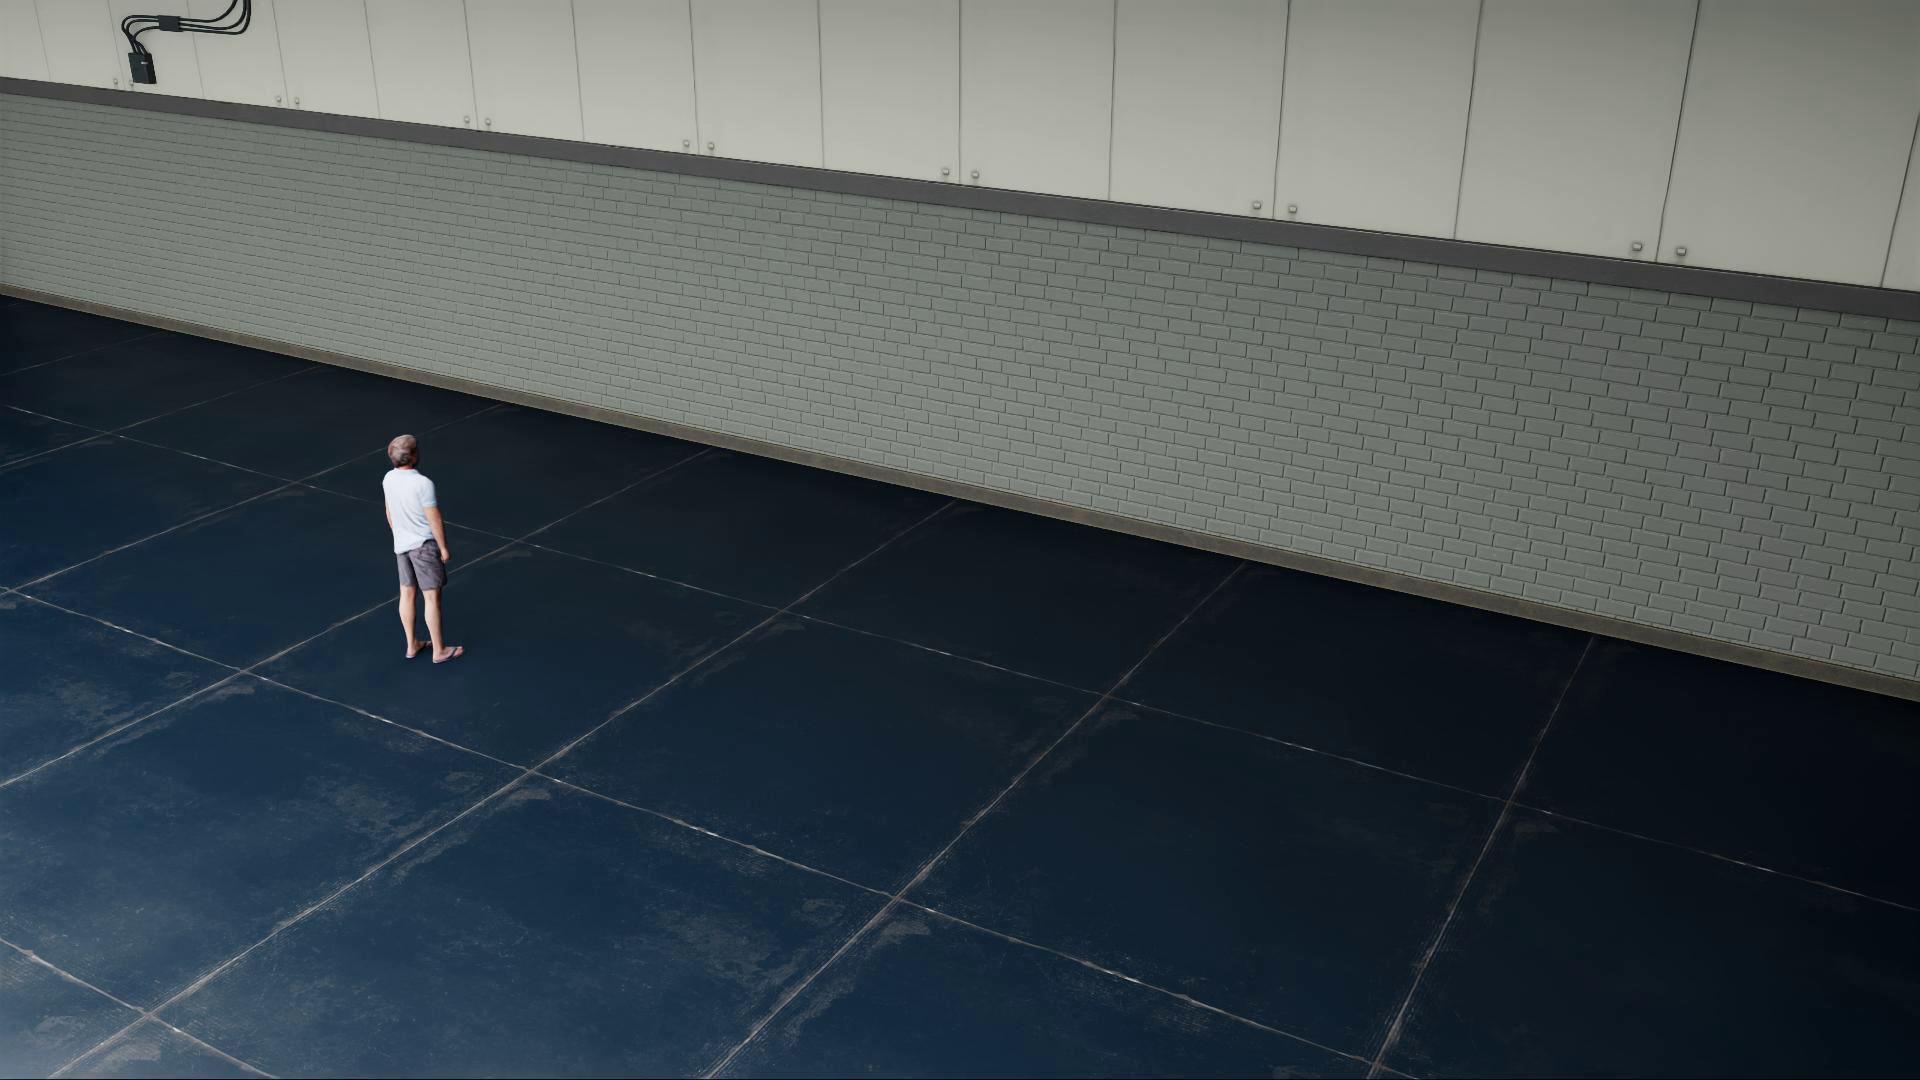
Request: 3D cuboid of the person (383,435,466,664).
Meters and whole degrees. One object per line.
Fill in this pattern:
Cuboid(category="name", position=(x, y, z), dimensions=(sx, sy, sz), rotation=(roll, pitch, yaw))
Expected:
Cuboid(category="person", position=(-4.212, 0.064, 12.867), dimensions=(0.676, 1.830, 0.557), rotation=(10, 25, 23))
